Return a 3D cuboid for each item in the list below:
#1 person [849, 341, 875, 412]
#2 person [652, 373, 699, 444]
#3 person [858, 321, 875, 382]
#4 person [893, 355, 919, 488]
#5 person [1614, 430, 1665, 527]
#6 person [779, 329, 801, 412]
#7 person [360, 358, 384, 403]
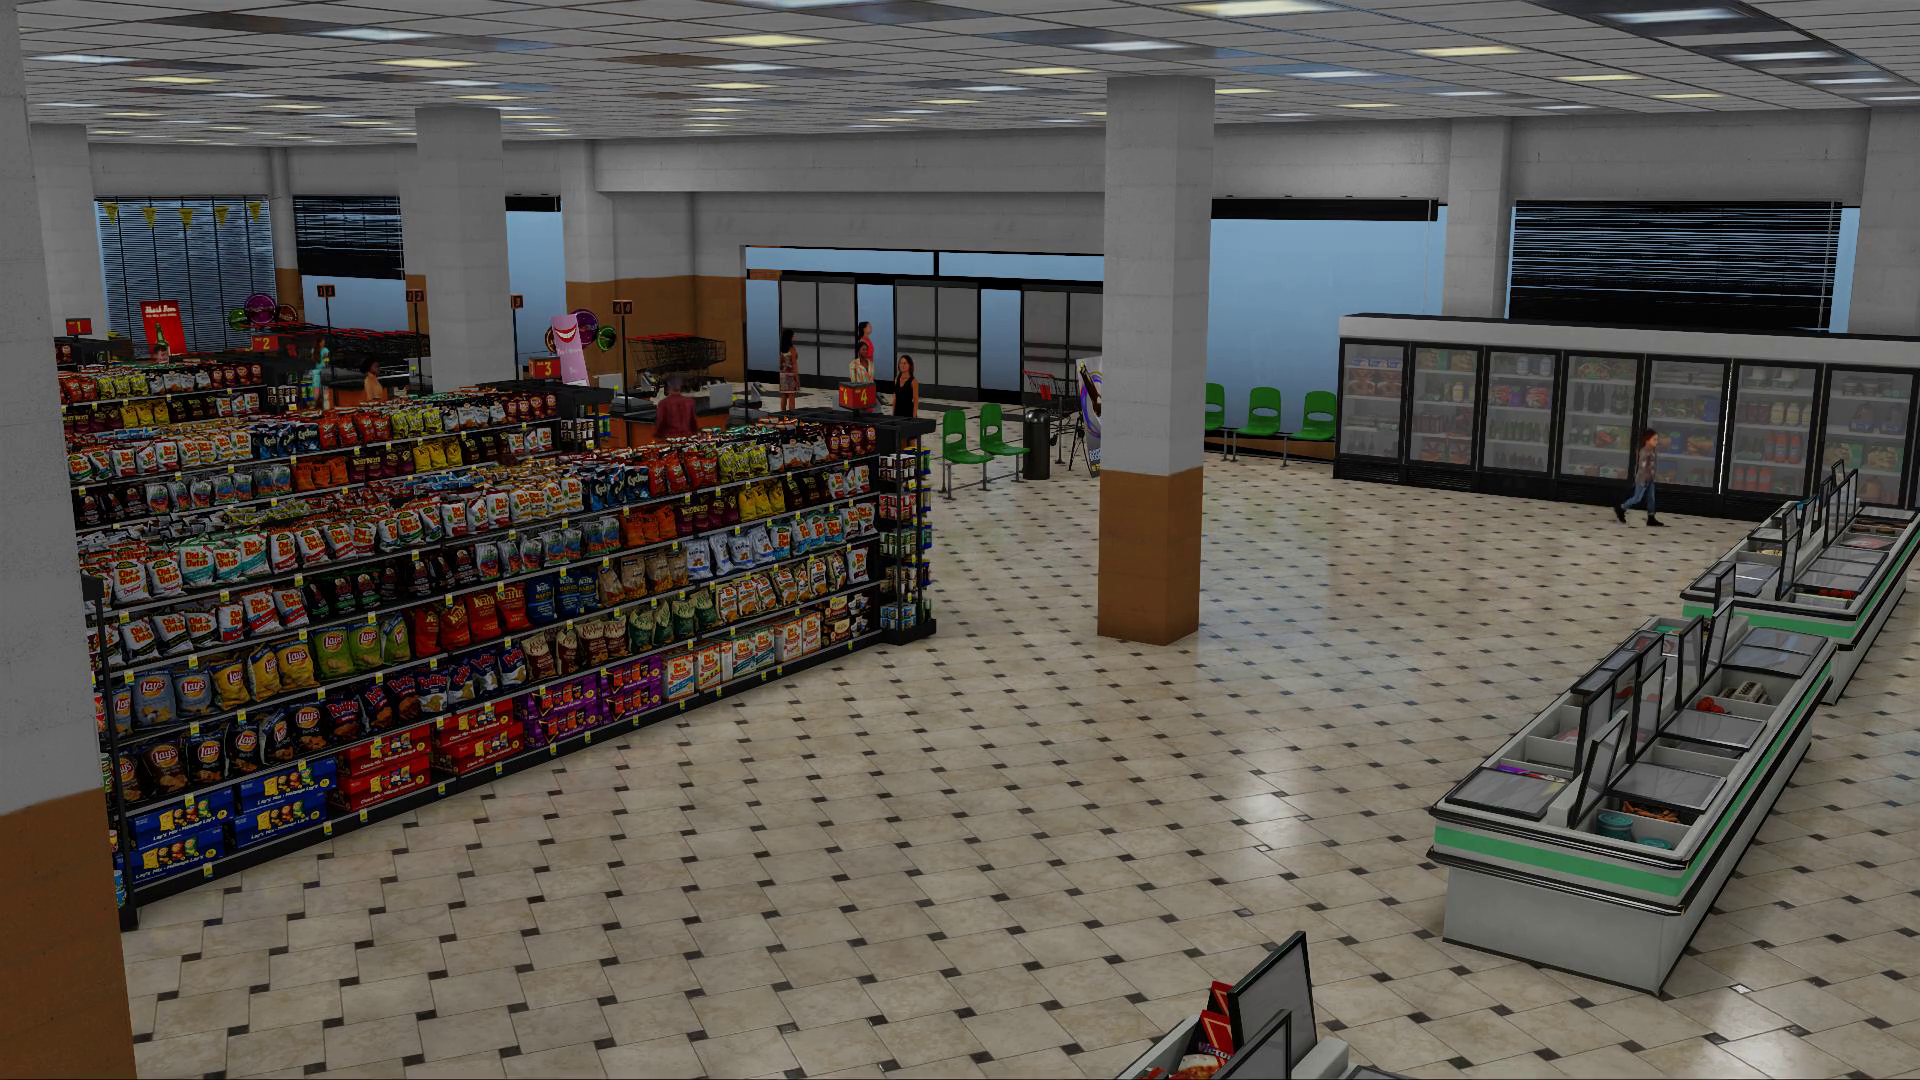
[{"bbox_3d":[-1.481,-2.124,25.272,0.569,1.793,0.714,-9,15,-36],"label":"person"},{"bbox_3d":[-3.449,-1.122,20.481,0.915,1.806,0.889,-10,16,-40],"label":"person"},{"bbox_3d":[-1.690,-3.077,29.957,0.754,1.727,0.632,3,12,13],"label":"person"},{"bbox_3d":[-0.740,-1.616,22.753,0.575,1.835,0.519,9,15,36],"label":"person"},{"bbox_3d":[8.291,-0.752,20.248,0.796,1.178,0.665,-11,16,-41],"label":"person"},{"bbox_3d":[-3.018,-2.885,29.246,0.617,1.645,0.700,-10,16,-40],"label":"person"},{"bbox_3d":[-8.598,-1.821,24.203,0.810,1.640,0.750,0,12,1],"label":"person"}]
